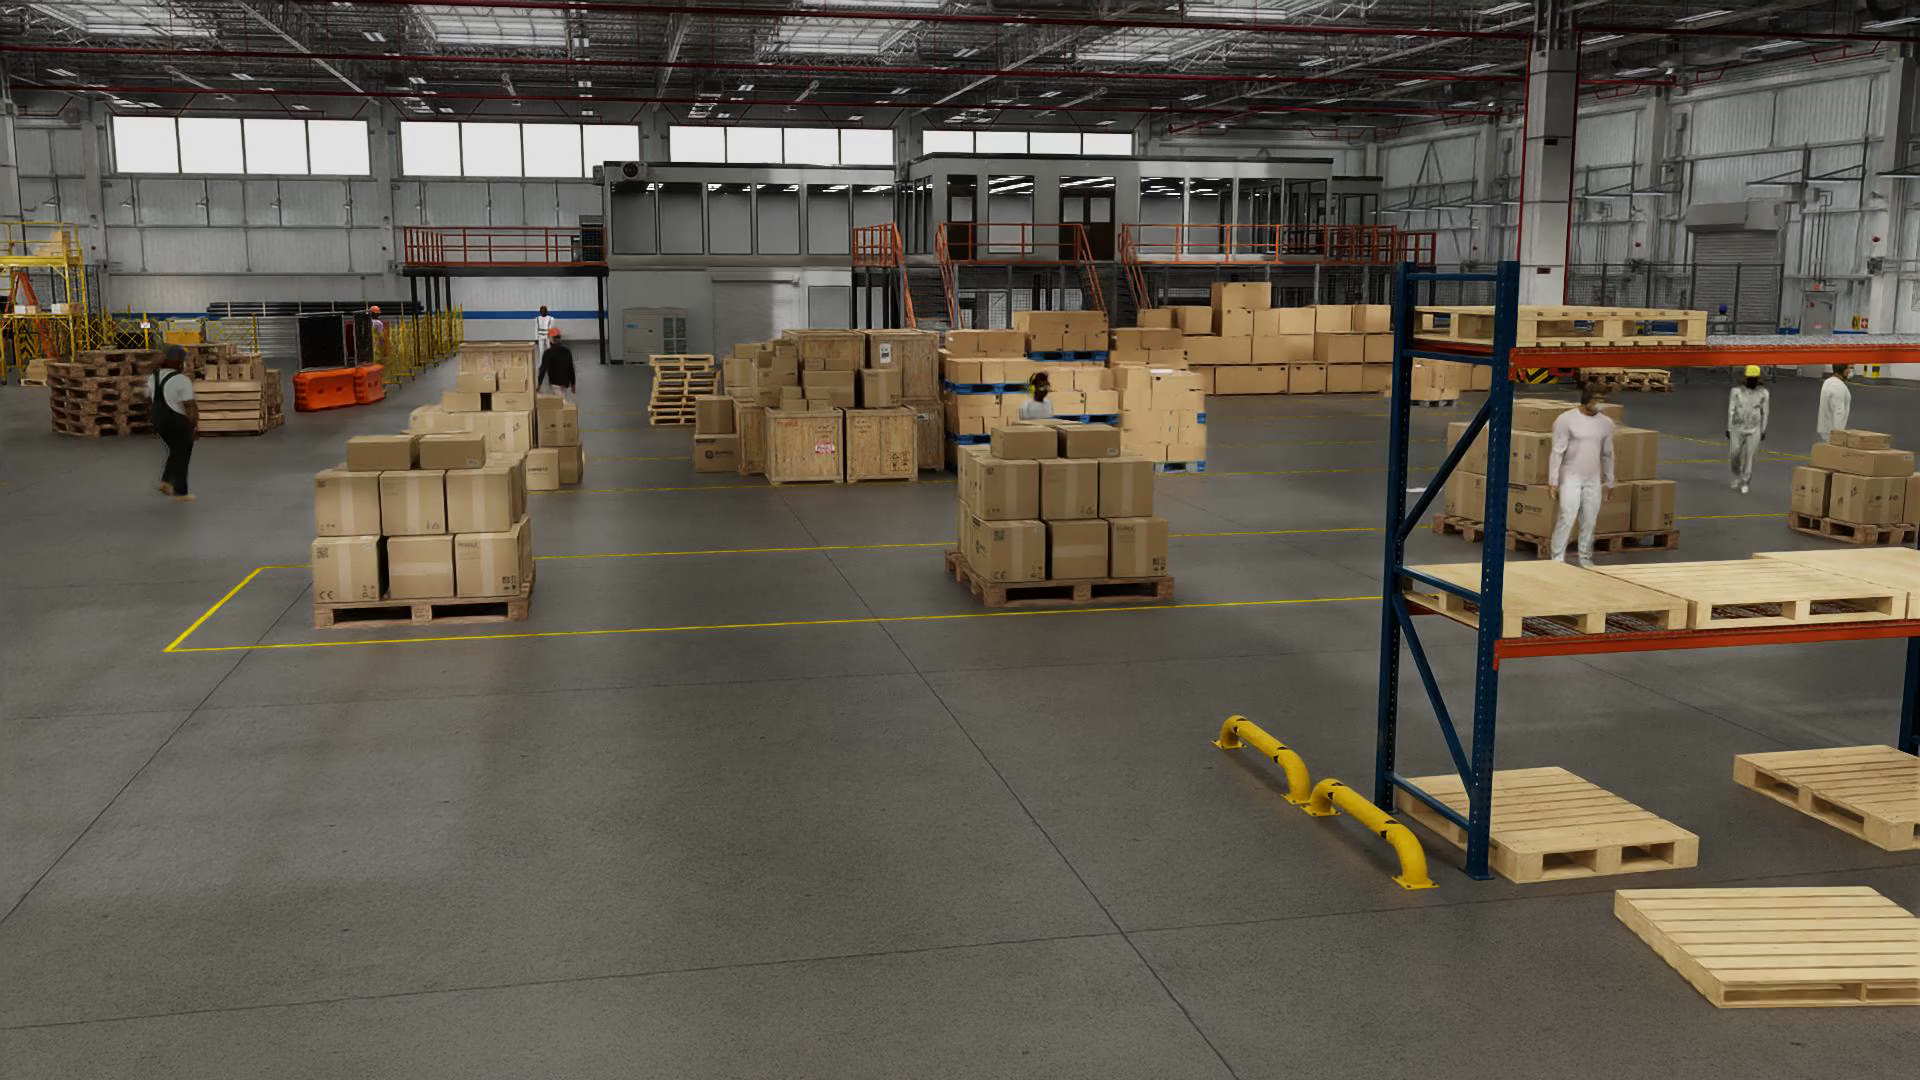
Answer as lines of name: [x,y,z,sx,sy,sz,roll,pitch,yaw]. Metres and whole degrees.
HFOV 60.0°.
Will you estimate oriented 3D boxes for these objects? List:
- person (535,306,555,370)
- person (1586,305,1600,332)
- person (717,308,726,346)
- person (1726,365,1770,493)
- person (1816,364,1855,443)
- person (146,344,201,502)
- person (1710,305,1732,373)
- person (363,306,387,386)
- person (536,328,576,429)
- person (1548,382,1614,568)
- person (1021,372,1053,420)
person: [-12.145,-5.908,48.666,0.584,1.882,0.337,0,9,2]
person: [18.039,-5.686,47.149,0.545,1.938,0.359,1,9,5]
person: [-7.780,-7.002,55.370,0.658,1.872,0.936,9,13,42]
person: [10.469,-1.480,22.117,0.511,1.727,0.353,4,10,24]
person: [10.653,-1.281,20.298,0.353,1.936,0.633,3,10,16]
person: [-10.018,-1.498,21.308,0.713,2.000,0.539,4,10,24]
person: [21.592,-5.699,47.197,0.608,1.948,0.389,8,12,40]
person: [-14.742,-4.887,41.988,0.605,2.034,0.397,5,10,26]
person: [-7.113,-2.747,29.225,1.008,1.935,0.620,5,11,29]
person: [5.914,-0.544,15.840,0.642,1.926,0.425,-2,10,-14]
person: [0.857,-0.986,18.781,0.735,1.849,0.522,8,12,40]
